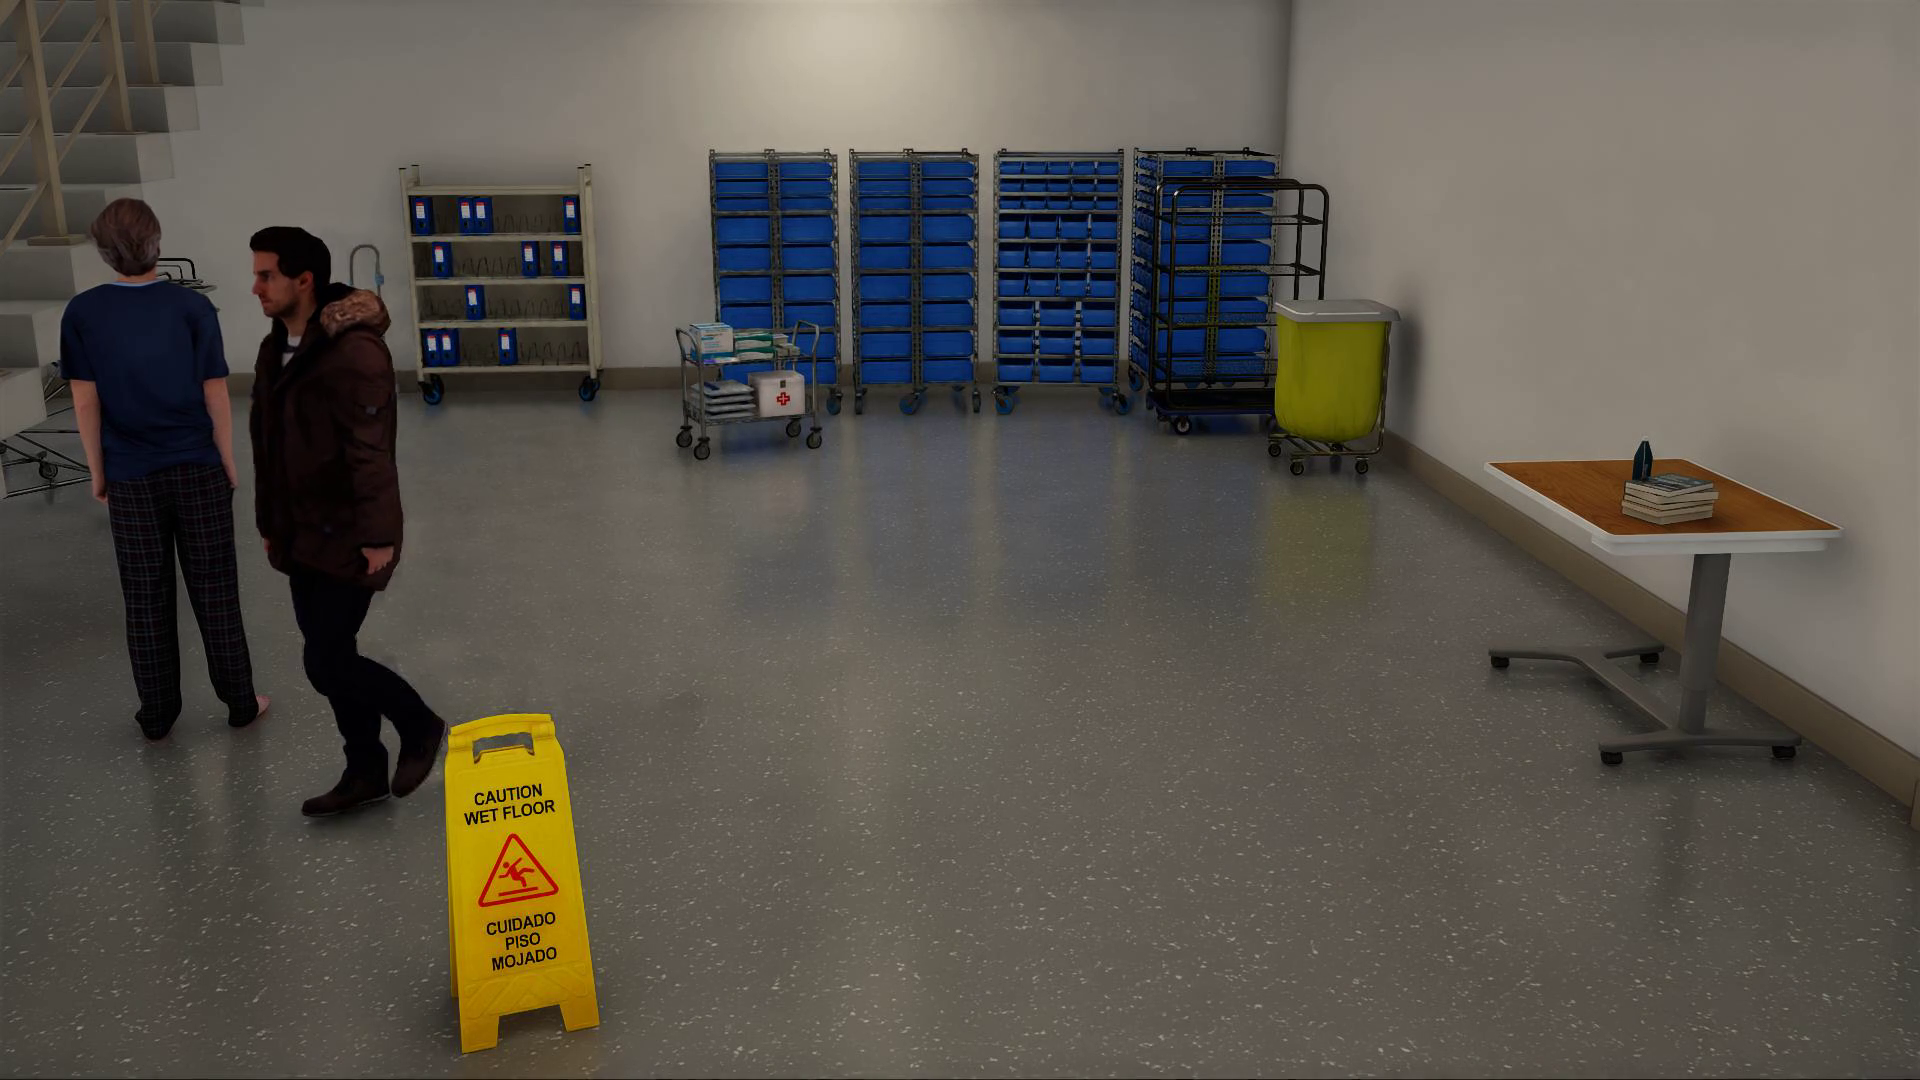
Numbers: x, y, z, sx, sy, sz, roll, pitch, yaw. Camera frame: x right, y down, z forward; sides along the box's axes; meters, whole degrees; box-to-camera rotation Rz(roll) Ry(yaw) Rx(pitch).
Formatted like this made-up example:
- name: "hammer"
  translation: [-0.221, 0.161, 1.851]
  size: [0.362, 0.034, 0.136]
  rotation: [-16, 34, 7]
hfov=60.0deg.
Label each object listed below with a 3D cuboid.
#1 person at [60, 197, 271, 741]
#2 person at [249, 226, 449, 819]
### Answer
- name: "person"
  translation: [-2.738, -0.234, 5.732]
  size: [0.716, 1.872, 0.649]
  rotation: [-6, 17, -19]
- name: "person"
  translation: [-1.841, -0.036, 5.104]
  size: [0.916, 1.831, 0.975]
  rotation: [12, 20, 37]
